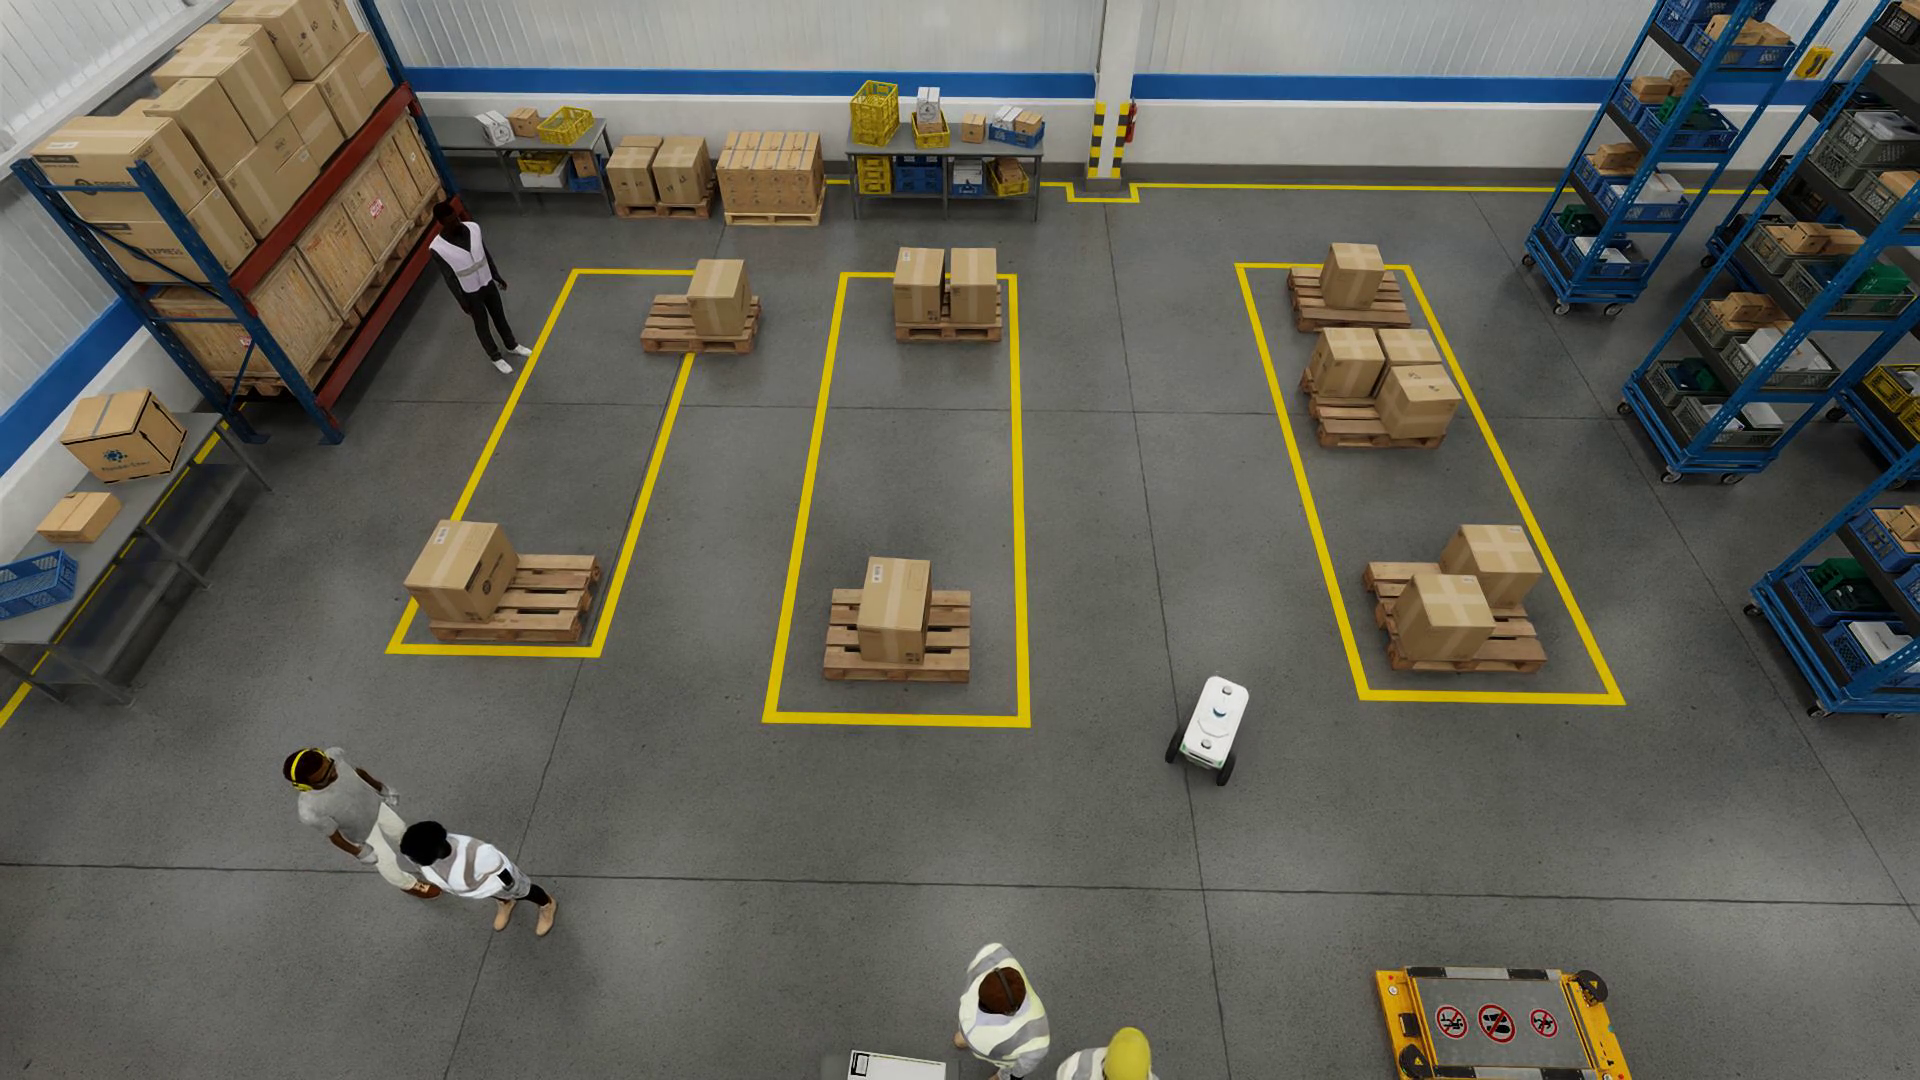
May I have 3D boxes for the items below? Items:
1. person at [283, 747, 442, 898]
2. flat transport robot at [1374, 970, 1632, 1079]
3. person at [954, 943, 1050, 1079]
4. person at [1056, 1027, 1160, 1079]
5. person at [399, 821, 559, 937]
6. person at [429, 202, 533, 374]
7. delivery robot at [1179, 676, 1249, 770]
[{"bbox_3d":[-3.848,1.821,5.970,0.352,1.863,0.515,-3,51,-2],"label":"person"},{"bbox_3d":[3.501,3.133,5.914,1.431,0.197,0.652,1,51,1],"label":"flat transport robot"},{"bbox_3d":[0.209,2.764,5.209,0.429,1.844,0.626,-25,55,-19],"label":"person"},{"bbox_3d":[0.806,3.033,5.004,0.594,1.823,0.403,17,53,13],"label":"person"},{"bbox_3d":[-3.047,2.145,5.812,0.536,1.690,0.323,4,51,3],"label":"person"},{"bbox_3d":[-5.042,-2.653,9.576,0.397,1.919,0.590,21,54,16],"label":"person"},{"bbox_3d":[1.966,1.411,7.077,0.477,0.478,0.707,22,54,17],"label":"delivery robot"}]
